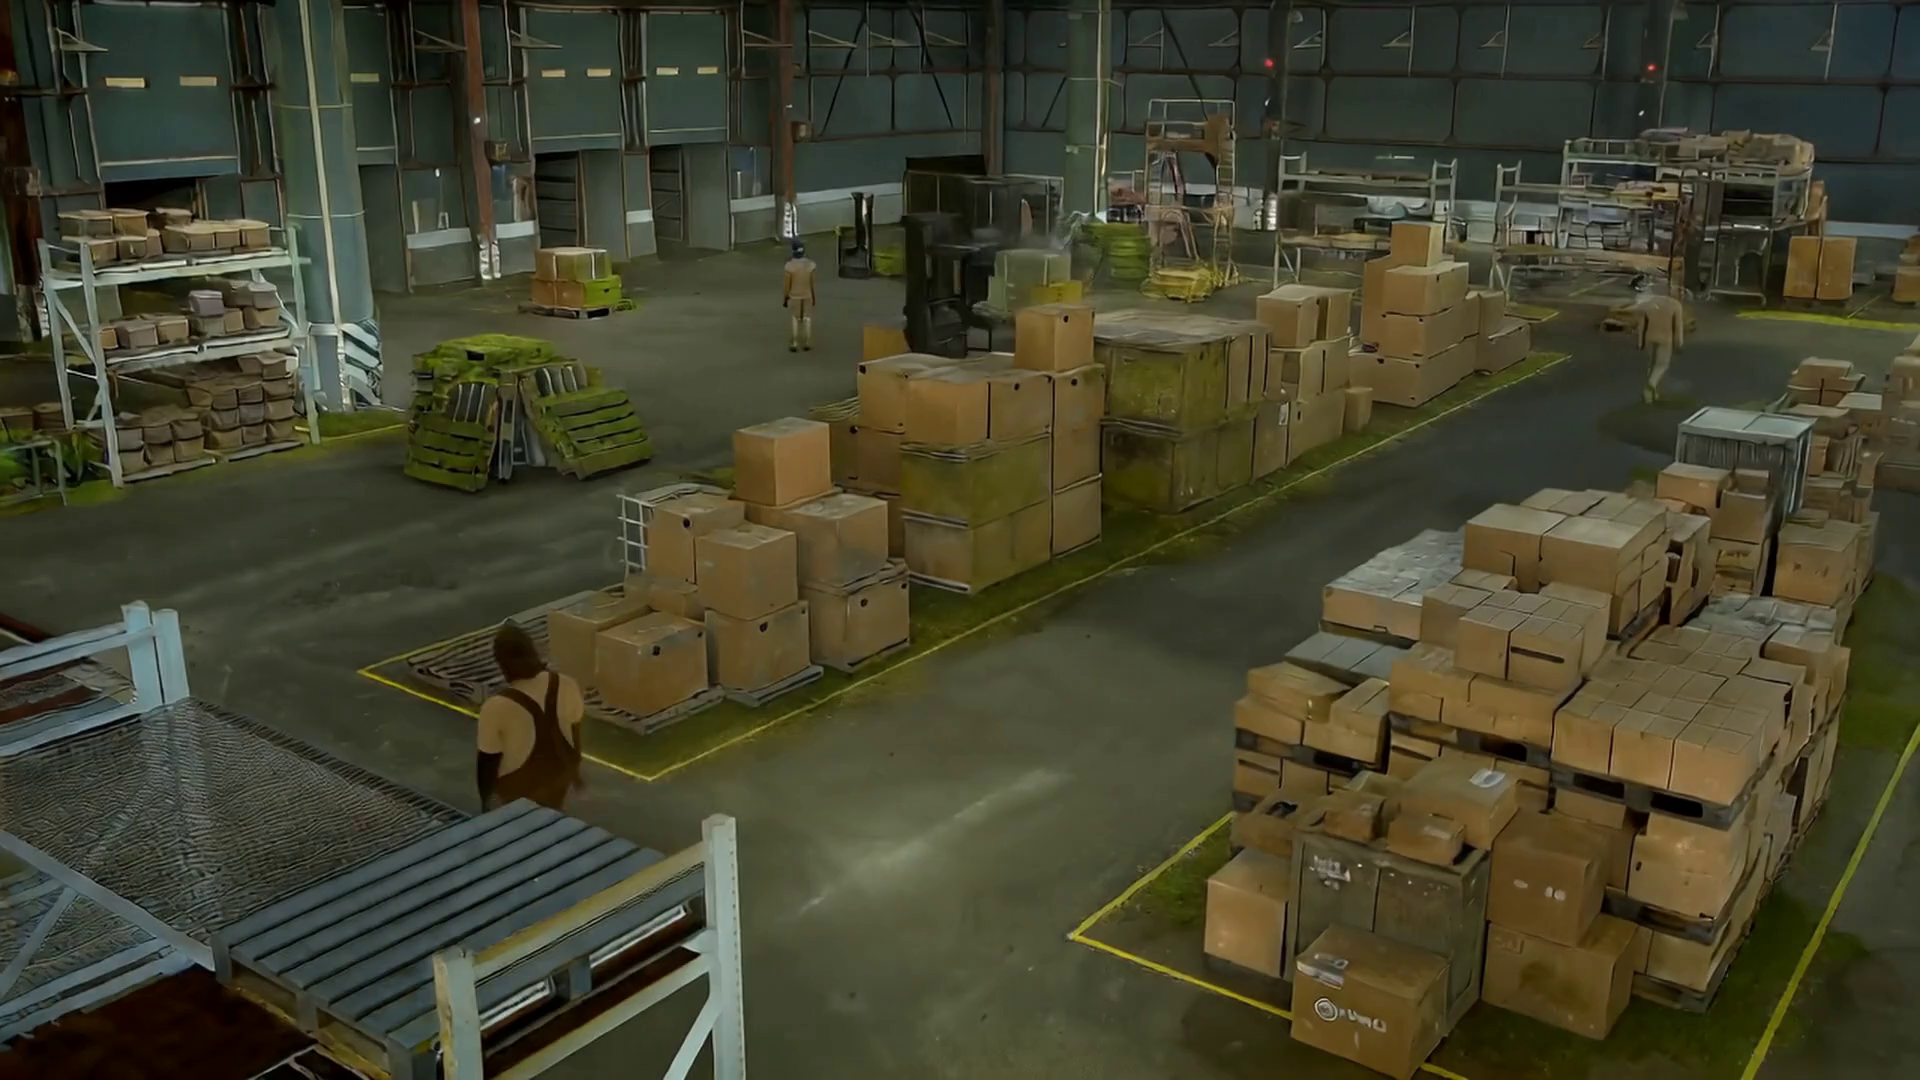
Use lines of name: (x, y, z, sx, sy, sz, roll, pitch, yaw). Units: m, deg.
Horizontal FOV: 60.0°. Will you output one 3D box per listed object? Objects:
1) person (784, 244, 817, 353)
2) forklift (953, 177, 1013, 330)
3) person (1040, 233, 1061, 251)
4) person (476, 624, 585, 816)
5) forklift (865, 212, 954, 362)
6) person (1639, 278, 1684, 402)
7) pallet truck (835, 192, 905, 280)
person: (-2.845, -4.309, 29.670, 0.634, 1.930, 0.384, -9, 19, -28)
forklift: (0.539, -5.666, 32.536, 1.129, 2.768, 1.873, -8, 18, -24)
person: (1.793, -5.353, 33.559, 0.542, 1.672, 0.743, -1, 17, -4)
person: (-2.692, 1.469, 10.338, 0.537, 2.000, 0.699, 15, 22, 40)
forklift: (-0.496, -3.696, 26.012, 1.873, 2.768, 1.129, 12, 20, 34)
person: (10.690, -3.042, 25.488, 0.673, 1.918, 0.638, -15, 23, -41)
pallet truck: (-1.936, -7.159, 38.982, 1.885, 1.965, 0.823, -12, 21, -34)
